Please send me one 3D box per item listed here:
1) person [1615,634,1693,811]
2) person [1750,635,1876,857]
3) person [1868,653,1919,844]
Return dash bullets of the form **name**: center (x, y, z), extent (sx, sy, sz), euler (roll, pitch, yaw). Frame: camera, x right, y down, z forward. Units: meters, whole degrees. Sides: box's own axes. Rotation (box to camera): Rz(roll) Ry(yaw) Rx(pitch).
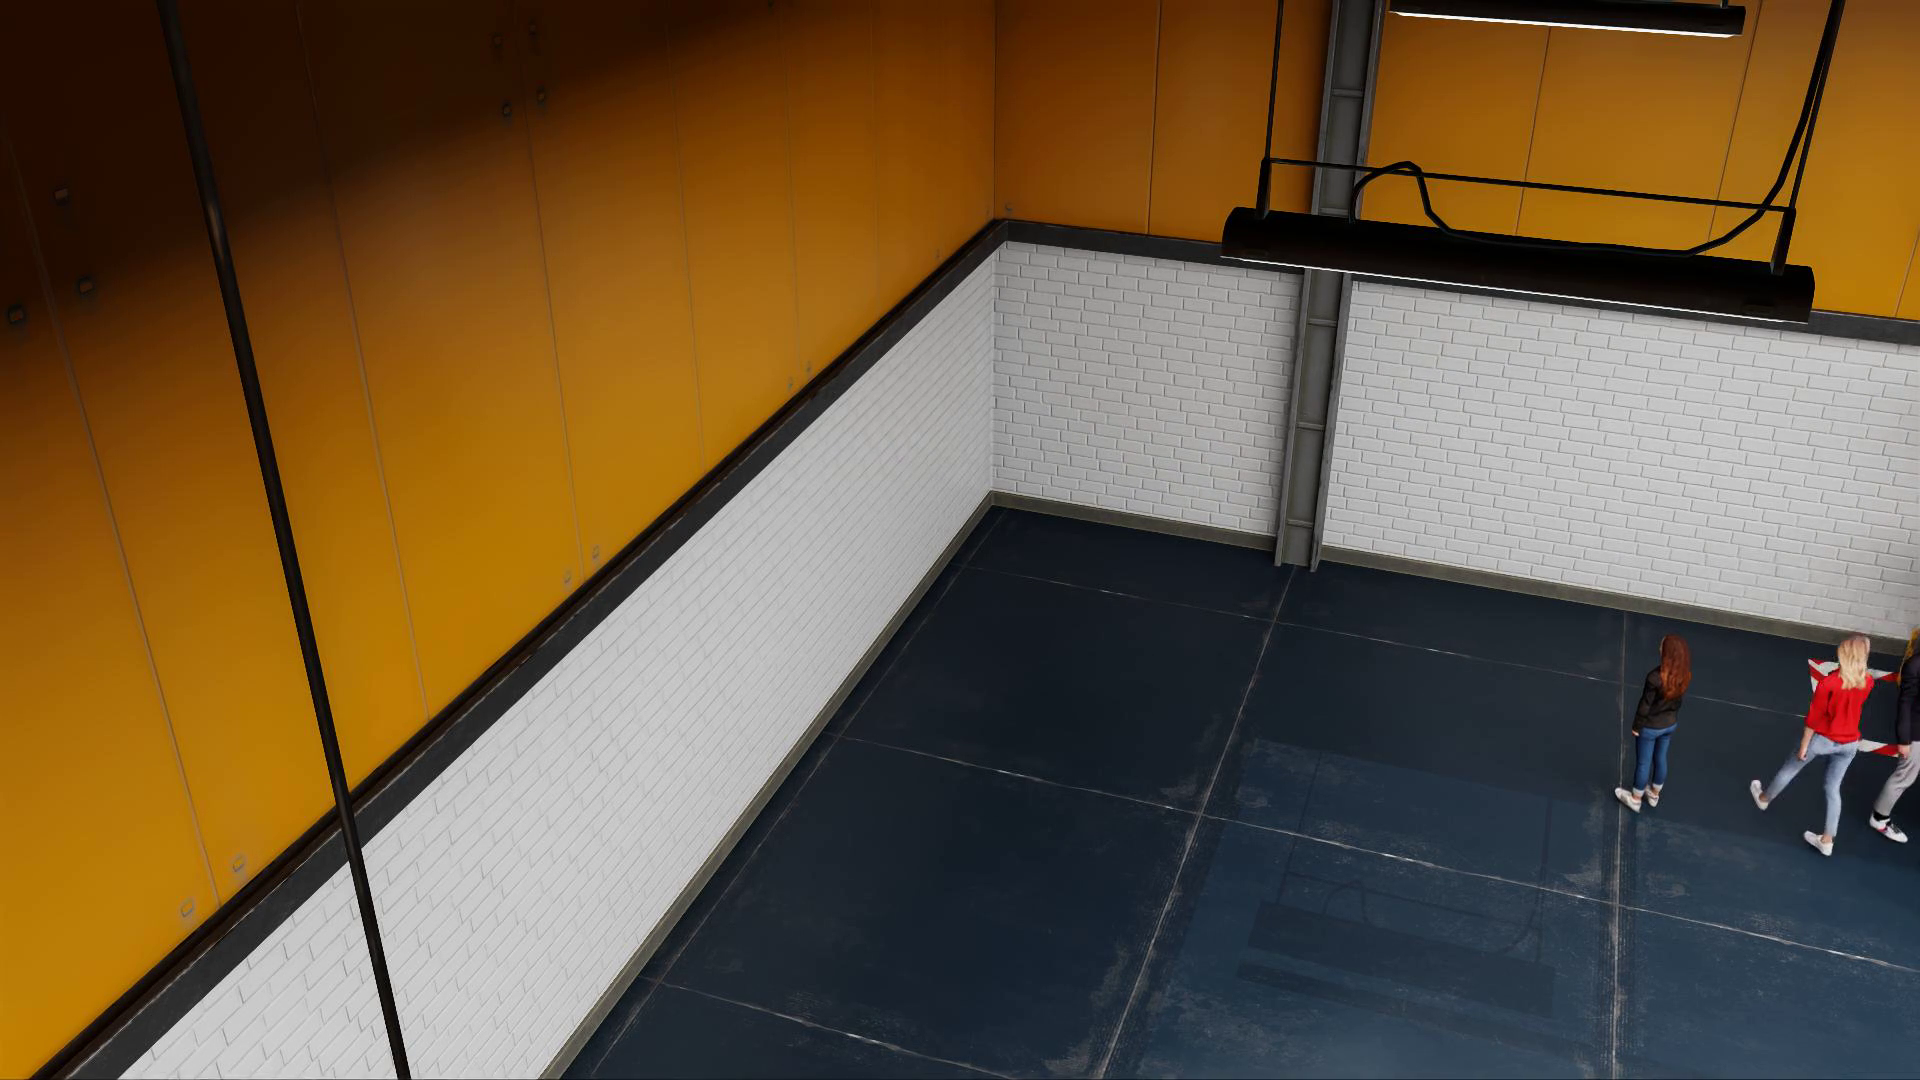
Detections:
- **person**: center (5.234, 1.364, 12.458), extent (0.619, 1.481, 0.679), euler (-13, 31, -22)
- **person**: center (6.338, 1.521, 11.992), extent (1.057, 1.650, 0.992), euler (-5, 29, -9)
- **person**: center (6.952, 1.318, 12.090), extent (0.820, 1.913, 0.998), euler (-6, 29, -11)
